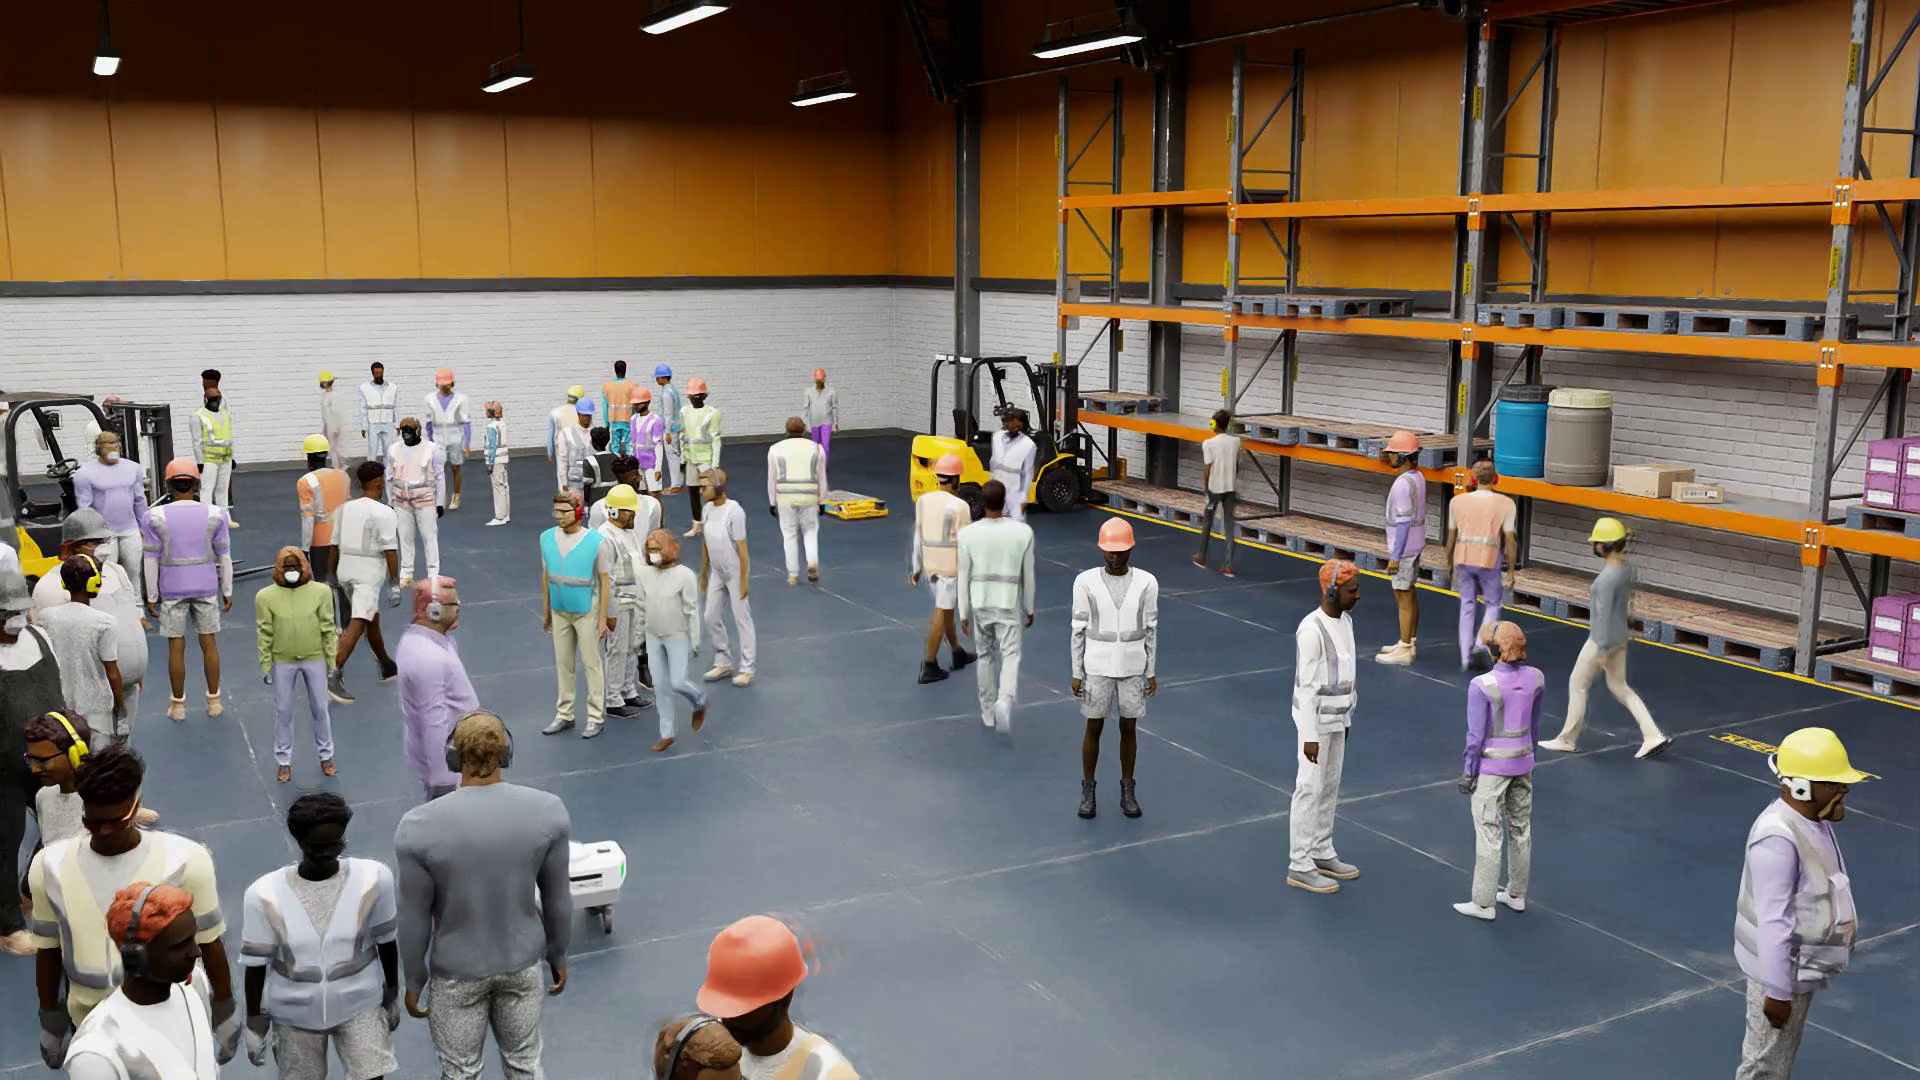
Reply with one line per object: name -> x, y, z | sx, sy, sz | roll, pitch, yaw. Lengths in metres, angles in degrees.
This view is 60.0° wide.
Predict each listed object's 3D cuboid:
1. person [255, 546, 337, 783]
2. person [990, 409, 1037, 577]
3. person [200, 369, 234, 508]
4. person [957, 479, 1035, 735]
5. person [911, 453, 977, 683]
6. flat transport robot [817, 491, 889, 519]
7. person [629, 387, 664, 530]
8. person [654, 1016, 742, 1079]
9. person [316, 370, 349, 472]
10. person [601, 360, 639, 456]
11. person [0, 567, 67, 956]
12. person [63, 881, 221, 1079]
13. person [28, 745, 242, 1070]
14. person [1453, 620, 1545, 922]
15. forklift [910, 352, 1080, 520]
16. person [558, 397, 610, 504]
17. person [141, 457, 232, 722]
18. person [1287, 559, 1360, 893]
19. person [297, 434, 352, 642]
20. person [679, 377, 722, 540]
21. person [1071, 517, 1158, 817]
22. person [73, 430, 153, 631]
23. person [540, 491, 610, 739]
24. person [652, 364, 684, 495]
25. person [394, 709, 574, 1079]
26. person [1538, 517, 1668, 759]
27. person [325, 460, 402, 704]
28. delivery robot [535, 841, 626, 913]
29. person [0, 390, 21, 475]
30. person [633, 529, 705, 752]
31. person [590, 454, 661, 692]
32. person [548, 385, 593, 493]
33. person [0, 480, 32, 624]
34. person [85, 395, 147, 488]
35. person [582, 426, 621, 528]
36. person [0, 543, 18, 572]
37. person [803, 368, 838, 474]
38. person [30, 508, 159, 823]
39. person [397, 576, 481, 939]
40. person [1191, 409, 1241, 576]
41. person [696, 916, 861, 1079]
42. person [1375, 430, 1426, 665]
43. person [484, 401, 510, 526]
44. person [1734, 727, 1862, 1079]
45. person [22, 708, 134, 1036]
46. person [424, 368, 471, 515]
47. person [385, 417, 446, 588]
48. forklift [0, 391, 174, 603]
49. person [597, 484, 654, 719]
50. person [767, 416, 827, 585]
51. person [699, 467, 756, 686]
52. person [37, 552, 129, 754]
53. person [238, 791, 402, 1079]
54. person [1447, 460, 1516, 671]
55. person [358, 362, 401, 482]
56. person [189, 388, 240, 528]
person -> -4.486, 0.833, 11.276 | 0.499, 1.624, 0.305 | -4, 11, -22
person -> 0.560, -0.527, 18.394 | 0.714, 1.878, 0.381 | 9, 14, 43
person -> -10.376, -1.417, 23.276 | 0.377, 1.961, 0.606 | -4, 11, -23
person -> 0.263, 0.503, 12.365 | 0.582, 1.903, 0.746 | 1, 10, 5
person -> -0.037, 0.216, 13.992 | 0.578, 1.904, 0.882 | 9, 14, 43
flat transport robot -> -1.637, -0.500, 22.834 | 0.652, 0.197, 1.431 | -7, 12, -35
person -> -3.895, -0.934, 20.566 | 0.544, 1.930, 0.389 | 7, 12, 35
person -> -0.607, 2.006, 4.015 | 0.983, 1.791, 0.534 | 10, 14, 44
person -> -9.759, -1.754, 25.759 | 0.381, 1.754, 0.542 | -7, 12, -37
person -> -5.223, -1.815, 25.697 | 0.590, 1.911, 0.401 | 1, 10, 4
person -> -4.802, 1.113, 8.453 | 0.536, 2.000, 0.708 | 3, 10, 18
person -> -2.223, 1.855, 4.649 | 0.352, 1.880, 0.577 | 1, 10, 3
person -> -2.879, 1.617, 5.886 | 0.668, 1.932, 0.725 | -1, 10, -8
person -> 2.901, 1.233, 8.924 | 0.510, 1.639, 0.308 | -5, 11, -28
forklift -> 0.460, -1.461, 22.833 | 2.313, 2.155, 1.214 | -5, 11, -28
person -> -4.265, -0.661, 18.977 | 0.608, 1.942, 0.410 | -5, 11, -27
person -> -5.908, 0.376, 12.739 | 0.613, 2.033, 0.410 | -6, 12, -32
person -> 2.064, 1.034, 9.379 | 0.359, 1.880, 0.575 | 7, 12, 34
person -> -5.841, -0.014, 15.274 | 0.382, 1.924, 0.594 | 4, 11, 23
person -> -3.246, -1.005, 20.682 | 0.612, 2.034, 0.414 | 5, 11, 29
person -> 0.980, 0.809, 10.503 | 0.552, 1.935, 0.374 | 0, 10, -2
person -> -7.929, -0.071, 15.606 | 0.383, 1.930, 0.631 | 8, 13, 39
person -> -2.832, 0.541, 12.306 | 0.564, 1.846, 0.391 | 4, 11, 21
person -> -4.318, -1.633, 24.598 | 0.431, 1.935, 0.618 | -1, 10, -4
person -> -1.738, 1.574, 6.147 | 0.636, 1.928, 0.387 | -5, 11, -28
person -> 4.605, 0.694, 11.753 | 0.809, 1.730, 0.527 | 8, 13, 40
person -> -4.873, 0.319, 13.483 | 0.657, 1.899, 1.075 | 5, 11, 29
delivery robot -> -2.120, 1.762, 8.725 | 0.707, 0.478, 0.477 | -4, 11, -23
person -> -12.099, -0.959, 20.959 | 0.455, 1.846, 0.511 | -4, 11, -22
person -> -2.087, 0.707, 12.038 | 0.505, 1.614, 0.469 | 4, 10, 20
person -> -2.679, 0.278, 13.472 | 0.613, 1.965, 0.361 | -6, 12, -33
person -> -5.251, -1.190, 22.439 | 0.631, 1.790, 0.602 | -2, 10, -10
person -> -8.341, 0.109, 14.357 | 0.805, 1.987, 0.626 | -2, 10, -9
person -> -9.933, -0.760, 19.639 | 0.638, 1.904, 0.402 | -7, 12, -36
person -> -3.891, -0.398, 18.173 | 0.321, 1.689, 0.529 | 9, 14, 43
person -> -6.813, 0.648, 11.519 | 0.572, 1.902, 0.715 | -5, 11, -25
person -> -2.254, -1.948, 27.005 | 0.574, 1.726, 0.784 | 1, 10, 4
person -> -5.246, 0.812, 10.190 | 0.537, 2.000, 0.682 | 2, 10, 13
person -> -2.732, 1.127, 8.791 | 0.412, 1.912, 0.674 | -3, 10, -19
person -> 2.881, -0.553, 18.651 | 0.511, 1.830, 0.914 | -3, 10, -15
person -> -0.506, 1.885, 4.374 | 0.410, 1.919, 0.563 | -9, 13, -42
person -> 3.835, 0.068, 14.464 | 0.393, 2.044, 0.609 | 5, 11, 28
person -> -6.075, -1.007, 21.815 | 0.308, 1.641, 0.514 | 0, 10, 0
person -> 3.142, 1.596, 6.271 | 0.404, 1.835, 0.586 | 7, 12, 35
person -> -3.378, 1.556, 6.450 | 0.526, 1.856, 0.350 | 4, 11, 24
person -> -7.001, -1.339, 22.717 | 0.620, 1.983, 1.066 | -1, 10, -7
person -> -5.798, -0.392, 17.691 | 0.636, 1.842, 0.429 | 1, 10, 4
forklift -> -9.026, -0.363, 16.508 | 1.214, 2.155, 2.313 | 6, 11, 29
person -> -2.603, 0.471, 12.807 | 0.403, 1.817, 0.601 | 1, 10, 7
person -> -1.753, -0.420, 17.889 | 0.626, 1.832, 0.449 | -2, 10, -12
person -> -1.943, 0.304, 13.759 | 0.516, 1.827, 0.409 | 9, 14, 43
person -> -5.064, 0.998, 9.650 | 0.511, 1.861, 0.324 | 1, 10, 8
person -> -2.299, 1.714, 6.021 | 0.550, 1.680, 0.441 | -3, 10, -19
person -> 4.431, 0.227, 14.188 | 0.603, 1.819, 0.428 | 6, 12, 32
person -> -8.824, -1.749, 25.286 | 0.597, 1.916, 0.372 | -8, 13, -38
person -> -9.583, -1.039, 21.427 | 0.430, 1.841, 0.623 | 4, 11, 22
